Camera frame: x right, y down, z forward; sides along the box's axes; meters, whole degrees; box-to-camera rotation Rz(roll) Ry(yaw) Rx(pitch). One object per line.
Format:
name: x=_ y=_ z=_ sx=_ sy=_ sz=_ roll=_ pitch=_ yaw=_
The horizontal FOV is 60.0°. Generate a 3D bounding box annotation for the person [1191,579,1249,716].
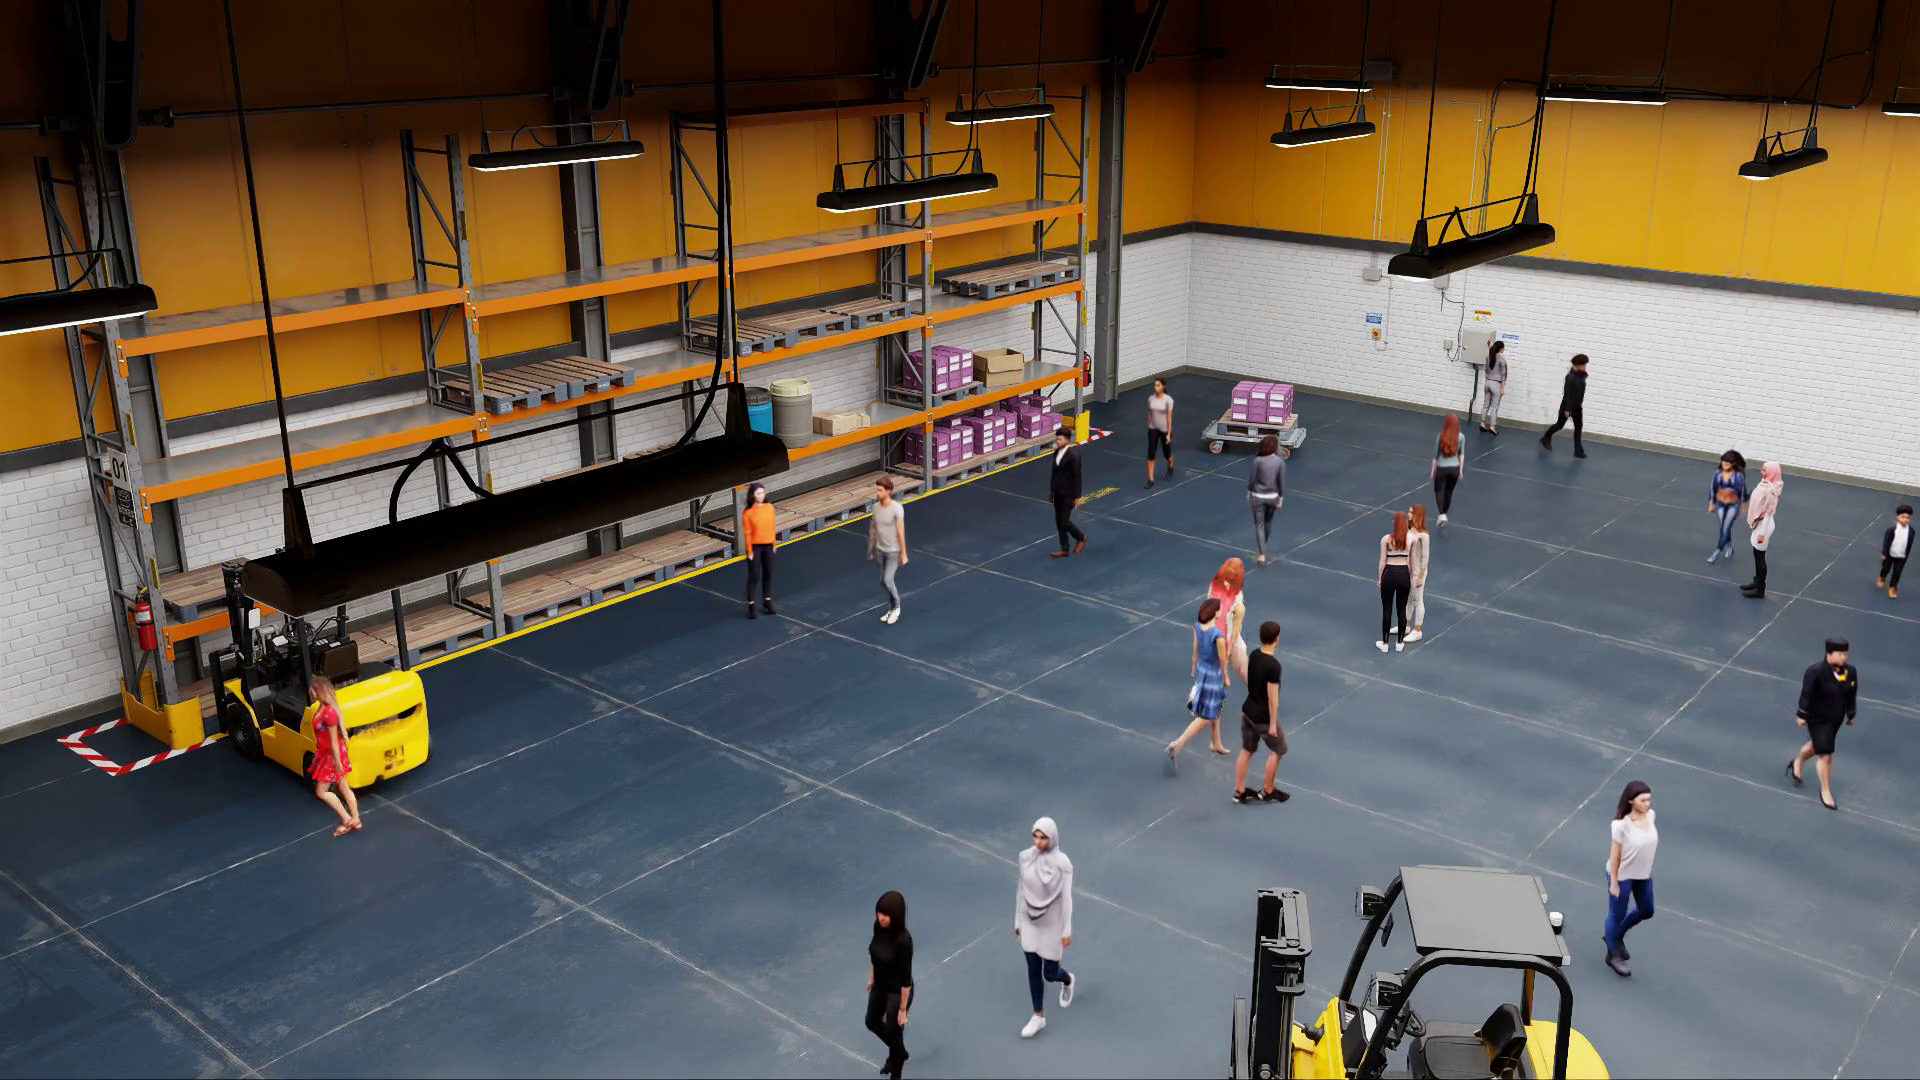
person: x=3.019 y=1.167 z=17.910 sx=1.142 sy=1.603 sz=0.884 roll=-7 pitch=20 yaw=-20

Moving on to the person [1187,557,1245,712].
person: x=2.739 y=1.084 z=17.849 sx=0.643 sy=1.798 sz=0.842 roll=13 pitch=23 yaw=35

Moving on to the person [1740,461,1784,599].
person: x=10.387 y=-0.146 z=21.497 sx=0.757 sy=1.800 sz=0.633 roll=6 pitch=20 yaw=18

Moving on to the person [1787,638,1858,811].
person: x=8.384 y=1.724 z=16.201 sx=1.108 sy=1.638 sz=1.135 roll=-3 pitch=19 yaw=-9

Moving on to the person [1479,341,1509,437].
person: x=9.366 y=-2.671 z=29.192 sx=0.700 sy=1.675 sz=0.692 roll=-9 pitch=21 yaw=-25

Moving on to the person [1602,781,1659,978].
person: x=5.290 y=2.670 z=13.333 sx=0.679 sy=1.674 sz=0.784 roll=-9 pitch=21 yaw=-26

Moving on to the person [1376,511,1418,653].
person: x=5.170 y=0.483 z=19.712 sx=0.672 sy=1.749 sz=0.712 roll=0 pitch=19 yaw=1

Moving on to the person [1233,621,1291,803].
person: x=2.814 y=1.692 z=15.996 sx=0.927 sy=1.828 sz=0.871 roll=-8 pitch=20 yaw=-23

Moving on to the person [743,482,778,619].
person: x=-2.515 y=0.108 z=20.831 sx=0.534 sy=1.745 sz=0.708 roll=-16 pitch=24 yaw=-39

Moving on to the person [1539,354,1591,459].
person: x=10.174 y=-2.263 z=27.885 sx=1.165 sy=1.737 sz=0.971 roll=-12 pitch=22 yaw=-31

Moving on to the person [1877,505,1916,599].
person: x=12.149 y=0.127 z=21.599 sx=0.665 sy=1.218 sz=0.790 roll=5 pitch=19 yaw=14

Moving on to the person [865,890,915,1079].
person: x=-0.447 y=3.188 z=11.856 sx=0.693 sy=1.636 sz=0.675 roll=-16 pitch=24 yaw=-40

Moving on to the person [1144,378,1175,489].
person: x=3.205 y=-1.707 z=26.263 sx=0.752 sy=1.718 sz=1.155 roll=10 pitch=21 yaw=27

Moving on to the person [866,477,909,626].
person: x=-0.823 y=0.115 z=20.599 sx=0.674 sy=1.880 sz=0.620 roll=15 pitch=24 yaw=37

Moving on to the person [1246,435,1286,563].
person: x=4.190 y=-0.535 z=22.767 sx=1.090 sy=1.727 sz=1.182 roll=0 pitch=19 yaw=-1

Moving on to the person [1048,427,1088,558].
person: x=1.535 y=-0.664 z=22.935 sx=0.914 sy=1.865 sz=0.857 roll=-10 pitch=21 yaw=-26

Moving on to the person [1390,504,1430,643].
person: x=5.490 y=0.377 z=20.083 sx=0.712 sy=1.711 sz=0.695 roll=-6 pitch=19 yaw=-17

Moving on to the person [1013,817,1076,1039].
person: x=0.671 y=2.880 z=12.568 sx=0.660 sy=1.764 sz=0.854 roll=12 pitch=22 yaw=32

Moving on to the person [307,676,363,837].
person: x=-5.740 y=1.998 z=15.488 sx=0.758 sy=1.573 sz=0.705 roll=-8 pitch=20 yaw=-23

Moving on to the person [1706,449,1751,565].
person: x=10.530 y=-0.457 z=22.765 sx=1.061 sy=1.580 sz=0.743 roll=-18 pitch=25 yaw=-42

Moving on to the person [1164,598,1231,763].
person: x=2.453 y=1.470 z=16.730 sx=1.184 sy=1.780 sz=0.987 roll=-8 pitch=20 yaw=-21

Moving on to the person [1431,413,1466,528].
person: x=7.050 y=-0.965 z=24.042 sx=0.908 sy=1.729 sz=1.043 roll=2 pitch=19 yaw=6
